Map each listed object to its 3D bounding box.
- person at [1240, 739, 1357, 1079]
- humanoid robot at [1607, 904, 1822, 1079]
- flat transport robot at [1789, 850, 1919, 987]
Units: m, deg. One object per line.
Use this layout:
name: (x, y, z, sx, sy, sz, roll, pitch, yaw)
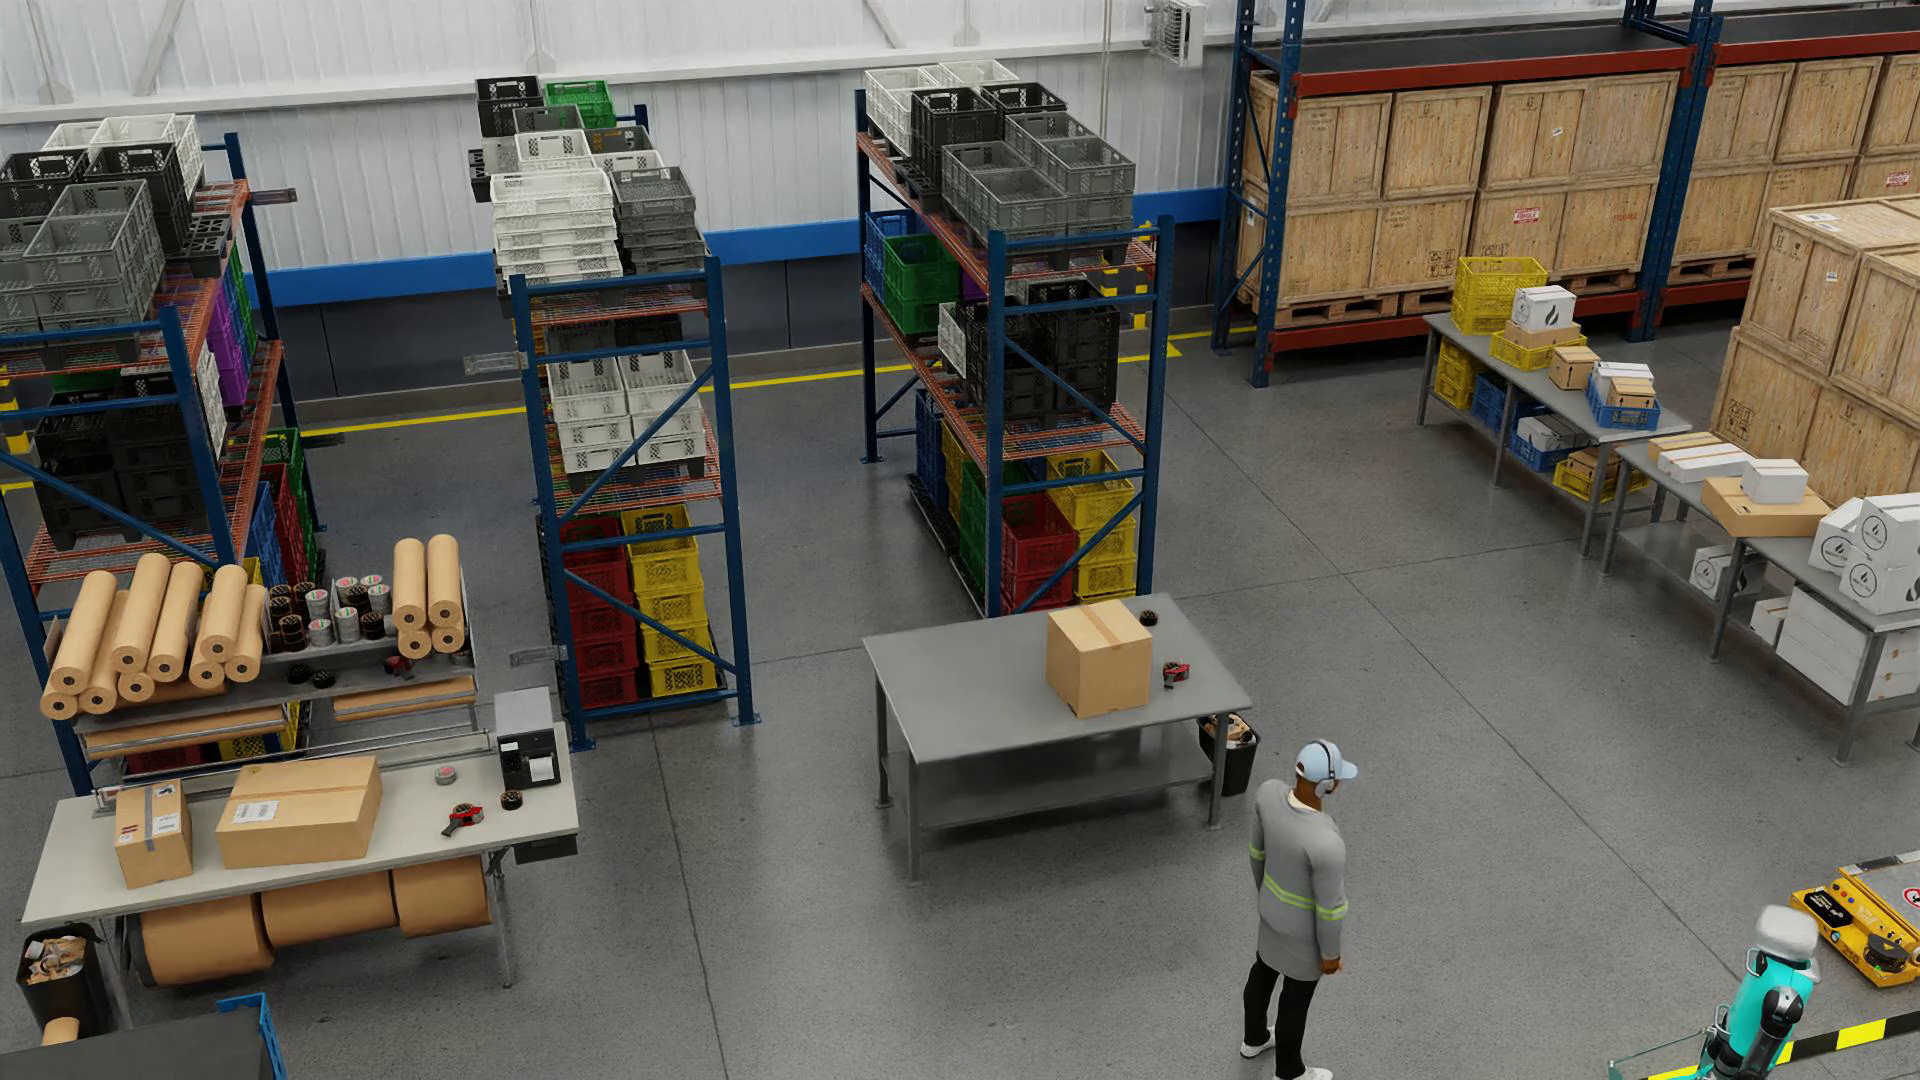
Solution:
person: (1.530, 1.677, 7.470, 0.396, 1.848, 0.587, -13, 31, -22)
humanoid robot: (2.889, 2.107, 6.665, 0.735, 1.676, 0.533, 13, 31, 22)
flat transport robot: (5.163, 1.916, 8.676, 1.431, 0.231, 0.659, -8, 30, -14)
